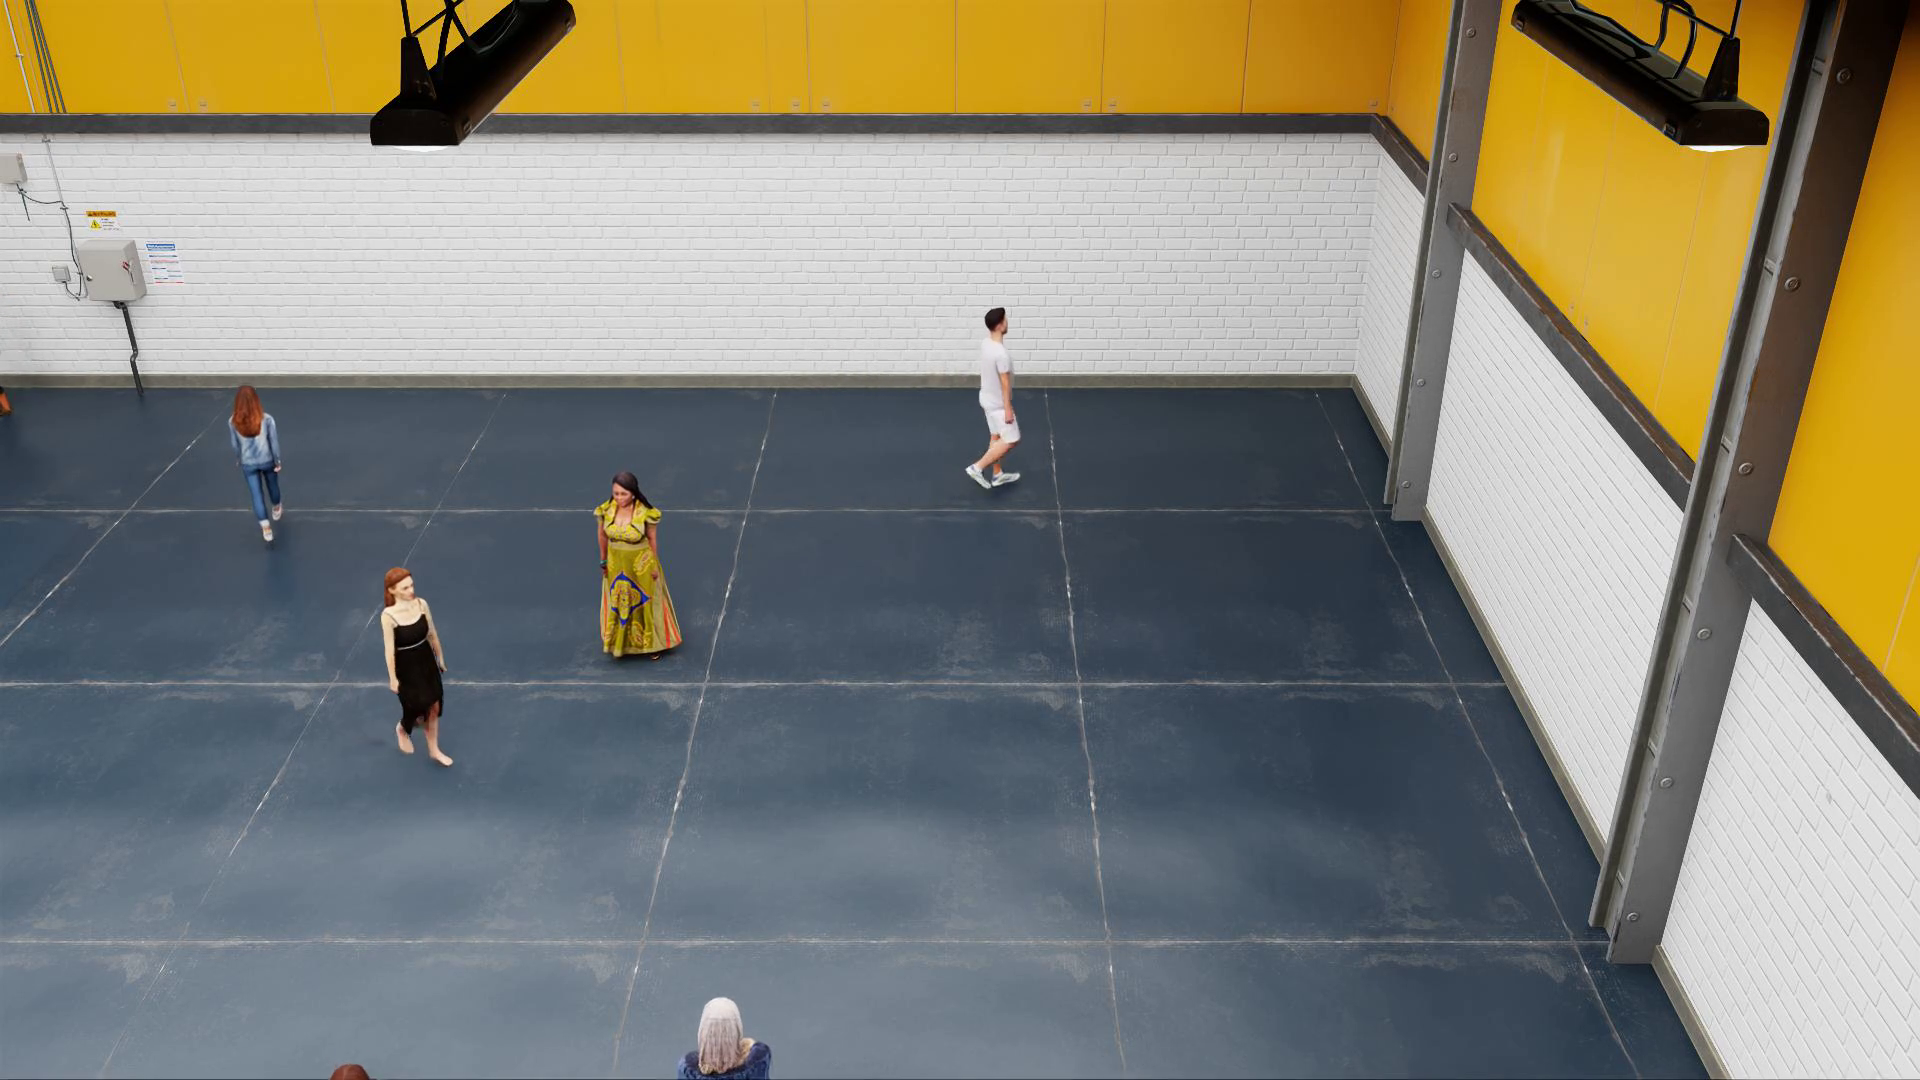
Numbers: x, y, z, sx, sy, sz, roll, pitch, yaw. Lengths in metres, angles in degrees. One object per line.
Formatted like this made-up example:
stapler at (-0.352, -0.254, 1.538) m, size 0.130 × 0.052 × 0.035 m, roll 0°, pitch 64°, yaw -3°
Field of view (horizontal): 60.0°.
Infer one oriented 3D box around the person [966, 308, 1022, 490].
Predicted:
person at (0.287, -1.322, 15.961) m, size 0.919 × 1.846 × 0.892 m, roll -10°, pitch 30°, yaw -17°

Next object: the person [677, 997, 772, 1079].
person at (-1.130, 2.994, 8.232) m, size 0.822 × 1.672 × 1.139 m, roll -8°, pitch 30°, yaw -14°

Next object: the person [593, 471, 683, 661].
person at (-2.643, 0.195, 13.374) m, size 0.828 × 1.660 × 0.736 m, roll 0°, pitch 29°, yaw 1°

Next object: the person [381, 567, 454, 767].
person at (-4.018, 0.912, 12.104) m, size 0.858 × 1.617 × 0.812 m, roll 20°, pitch 34°, yaw 32°

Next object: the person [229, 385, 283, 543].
person at (-6.416, -0.675, 15.187) m, size 0.791 × 1.452 × 1.068 m, roll -10°, pitch 30°, yaw -17°
